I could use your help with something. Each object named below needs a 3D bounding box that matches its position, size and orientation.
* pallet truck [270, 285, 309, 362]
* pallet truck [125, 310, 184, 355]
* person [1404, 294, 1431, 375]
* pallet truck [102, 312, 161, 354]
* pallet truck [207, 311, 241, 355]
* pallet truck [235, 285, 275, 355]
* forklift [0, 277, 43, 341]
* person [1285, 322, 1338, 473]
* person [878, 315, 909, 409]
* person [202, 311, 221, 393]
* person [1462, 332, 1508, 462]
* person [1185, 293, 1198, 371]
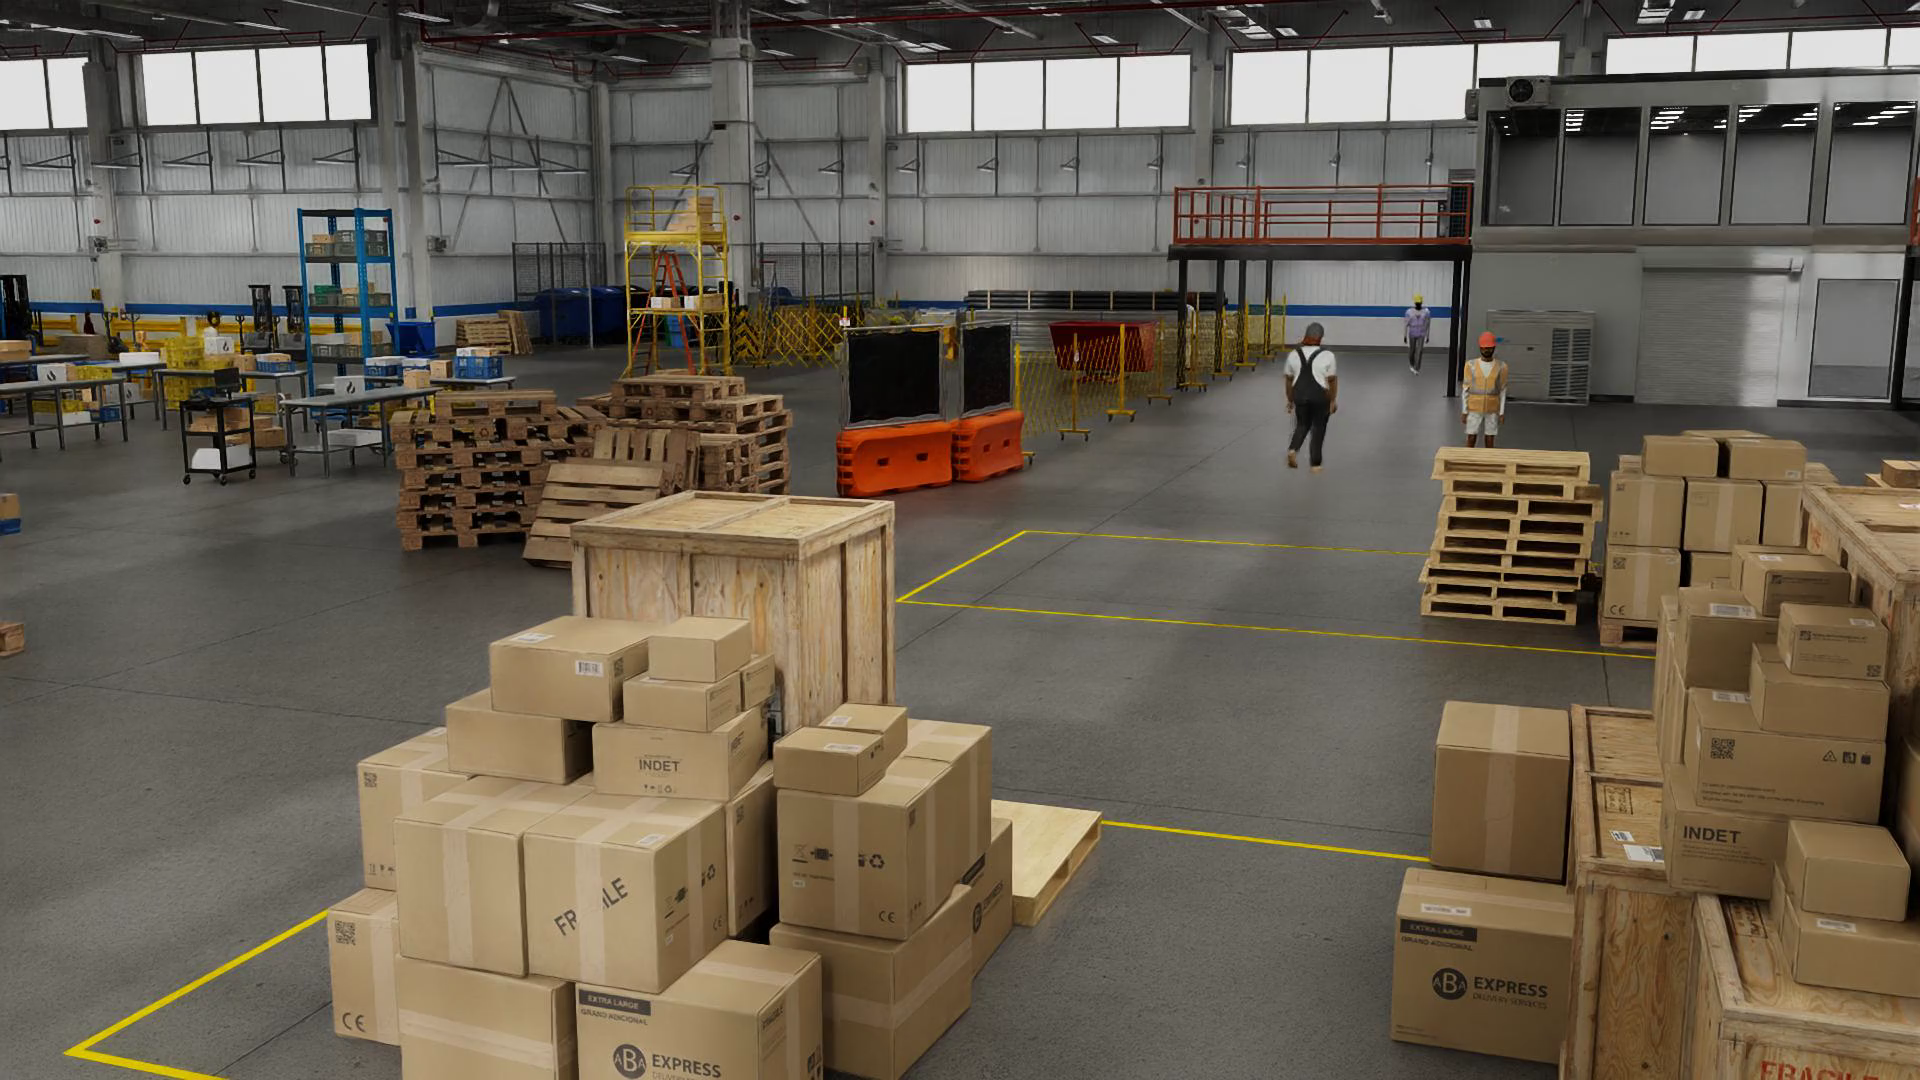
[{"bbox_3d":[-17.147,-5.700,43.663,0.823,1.965,1.885,3,11,17],"label":"pallet truck"},{"bbox_3d":[-22.038,-5.665,45.457,0.704,1.261,1.522,3,11,17],"label":"pallet truck"},{"bbox_3d":[10.768,-4.858,39.195,0.599,1.903,0.748,2,10,14],"label":"person"},{"bbox_3d":[-23.057,-5.777,46.261,0.680,1.201,1.601,3,11,19],"label":"pallet truck"},{"bbox_3d":[-19.537,-5.575,44.913,0.653,1.274,1.630,3,11,19],"label":"pallet truck"},{"bbox_3d":[-18.327,-5.835,44.421,0.823,1.965,1.885,4,11,23],"label":"pallet truck"},{"bbox_3d":[-27.151,-6.329,46.328,1.157,1.987,2.680,3,11,17],"label":"forklift"},{"bbox_3d":[4.710,-1.902,22.151,0.690,2.000,0.584,7,12,36],"label":"person"},{"bbox_3d":[-1.233,-3.281,30.751,0.530,1.737,0.757,6,12,31],"label":"person"},{"bbox_3d":[-13.810,-3.320,30.787,0.994,1.822,0.508,-6,12,-31],"label":"person"},{"bbox_3d":[6.627,-1.654,21.047,0.542,1.938,0.358,2,10,13],"label":"person"},{"bbox_3d":[5.511,-4.995,40.013,0.355,1.883,0.573,-3,10,-16],"label":"person"}]
